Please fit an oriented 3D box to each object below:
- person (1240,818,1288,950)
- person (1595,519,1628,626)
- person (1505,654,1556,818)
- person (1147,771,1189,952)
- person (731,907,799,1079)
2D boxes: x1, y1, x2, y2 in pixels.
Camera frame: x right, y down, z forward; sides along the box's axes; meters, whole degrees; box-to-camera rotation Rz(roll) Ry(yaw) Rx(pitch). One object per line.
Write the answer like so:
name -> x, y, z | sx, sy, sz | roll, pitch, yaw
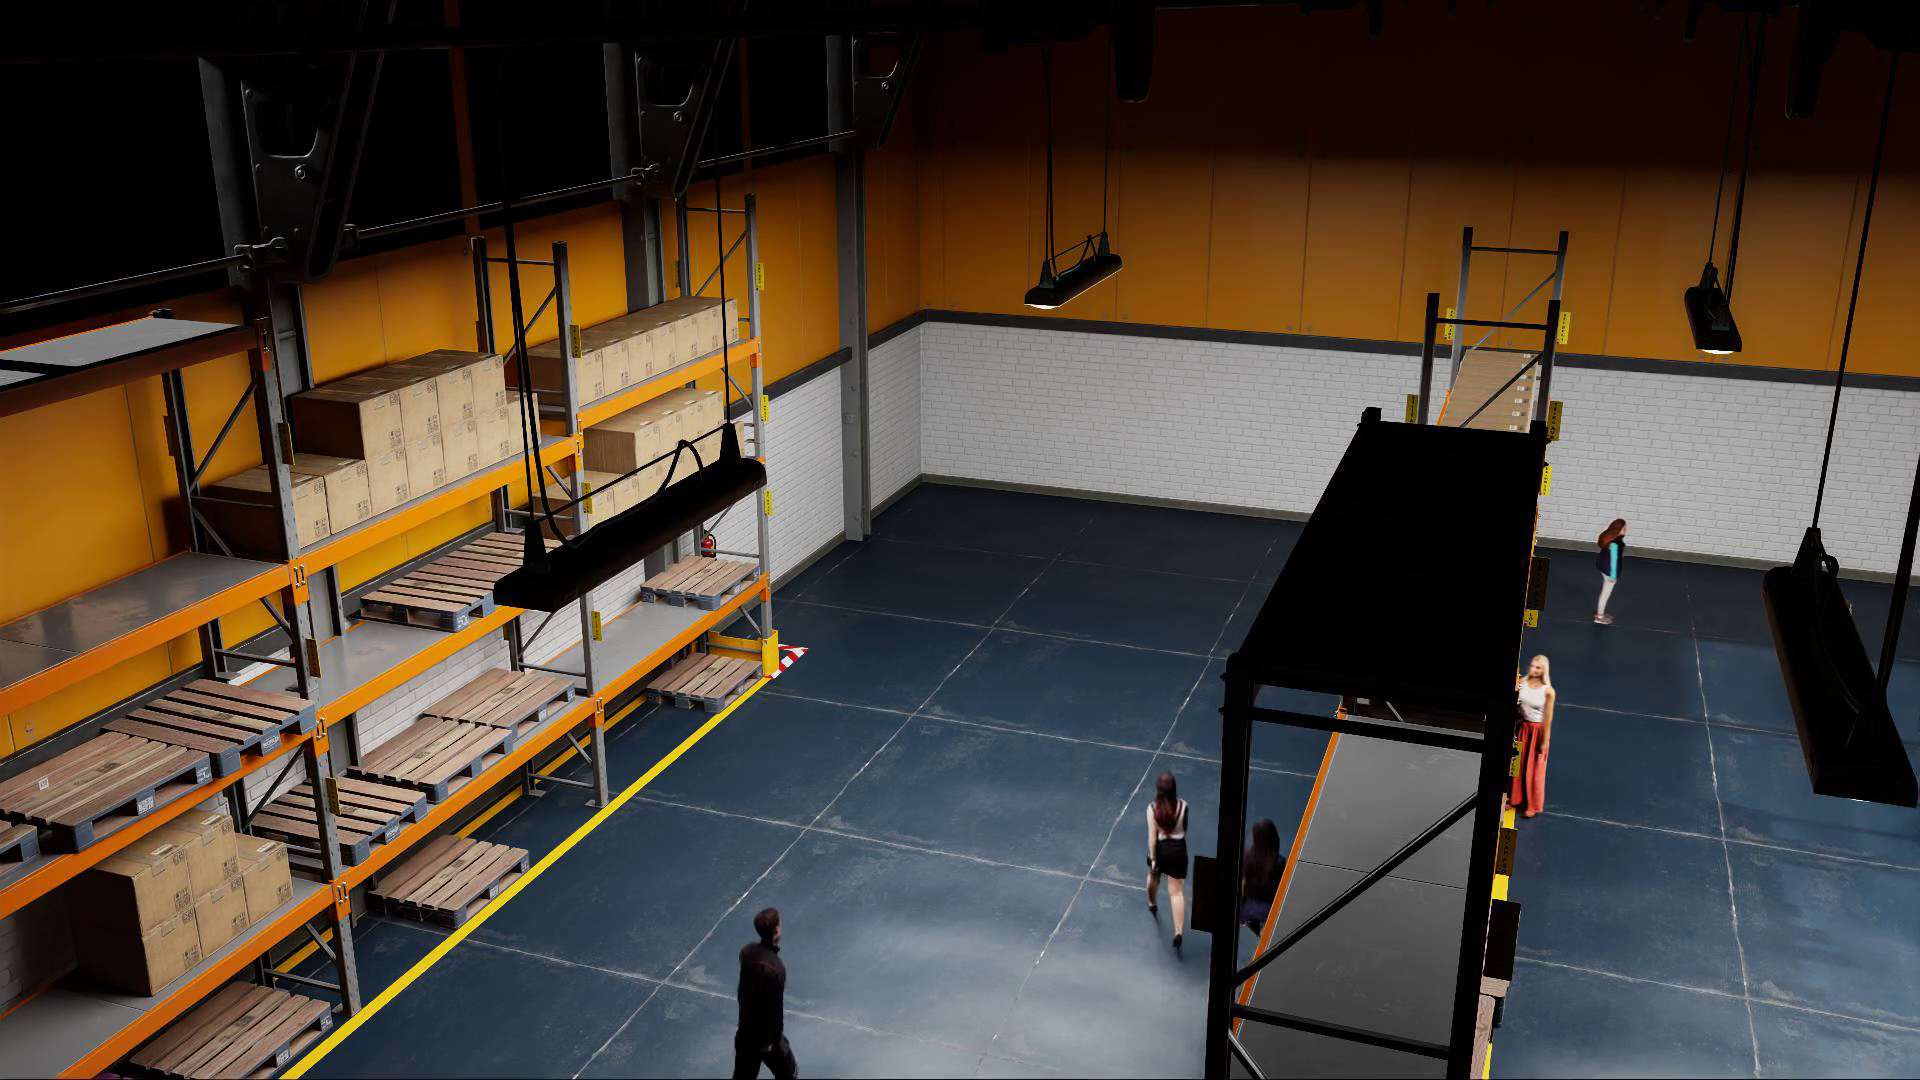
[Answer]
person -> 2.498, 3.225, 13.946 | 0.850, 1.715, 1.171 | 16, 24, 38
person -> 8.847, 0.409, 22.652 | 0.623, 1.496, 0.498 | 6, 20, 18
person -> 5.970, 2.026, 17.375 | 0.757, 1.800, 0.732 | -15, 24, -38
person -> 1.908, 2.918, 15.035 | 0.858, 1.602, 1.168 | -1, 19, -4
person -> -1.531, 3.695, 12.325 | 1.124, 1.858, 0.955 | -14, 23, -35
